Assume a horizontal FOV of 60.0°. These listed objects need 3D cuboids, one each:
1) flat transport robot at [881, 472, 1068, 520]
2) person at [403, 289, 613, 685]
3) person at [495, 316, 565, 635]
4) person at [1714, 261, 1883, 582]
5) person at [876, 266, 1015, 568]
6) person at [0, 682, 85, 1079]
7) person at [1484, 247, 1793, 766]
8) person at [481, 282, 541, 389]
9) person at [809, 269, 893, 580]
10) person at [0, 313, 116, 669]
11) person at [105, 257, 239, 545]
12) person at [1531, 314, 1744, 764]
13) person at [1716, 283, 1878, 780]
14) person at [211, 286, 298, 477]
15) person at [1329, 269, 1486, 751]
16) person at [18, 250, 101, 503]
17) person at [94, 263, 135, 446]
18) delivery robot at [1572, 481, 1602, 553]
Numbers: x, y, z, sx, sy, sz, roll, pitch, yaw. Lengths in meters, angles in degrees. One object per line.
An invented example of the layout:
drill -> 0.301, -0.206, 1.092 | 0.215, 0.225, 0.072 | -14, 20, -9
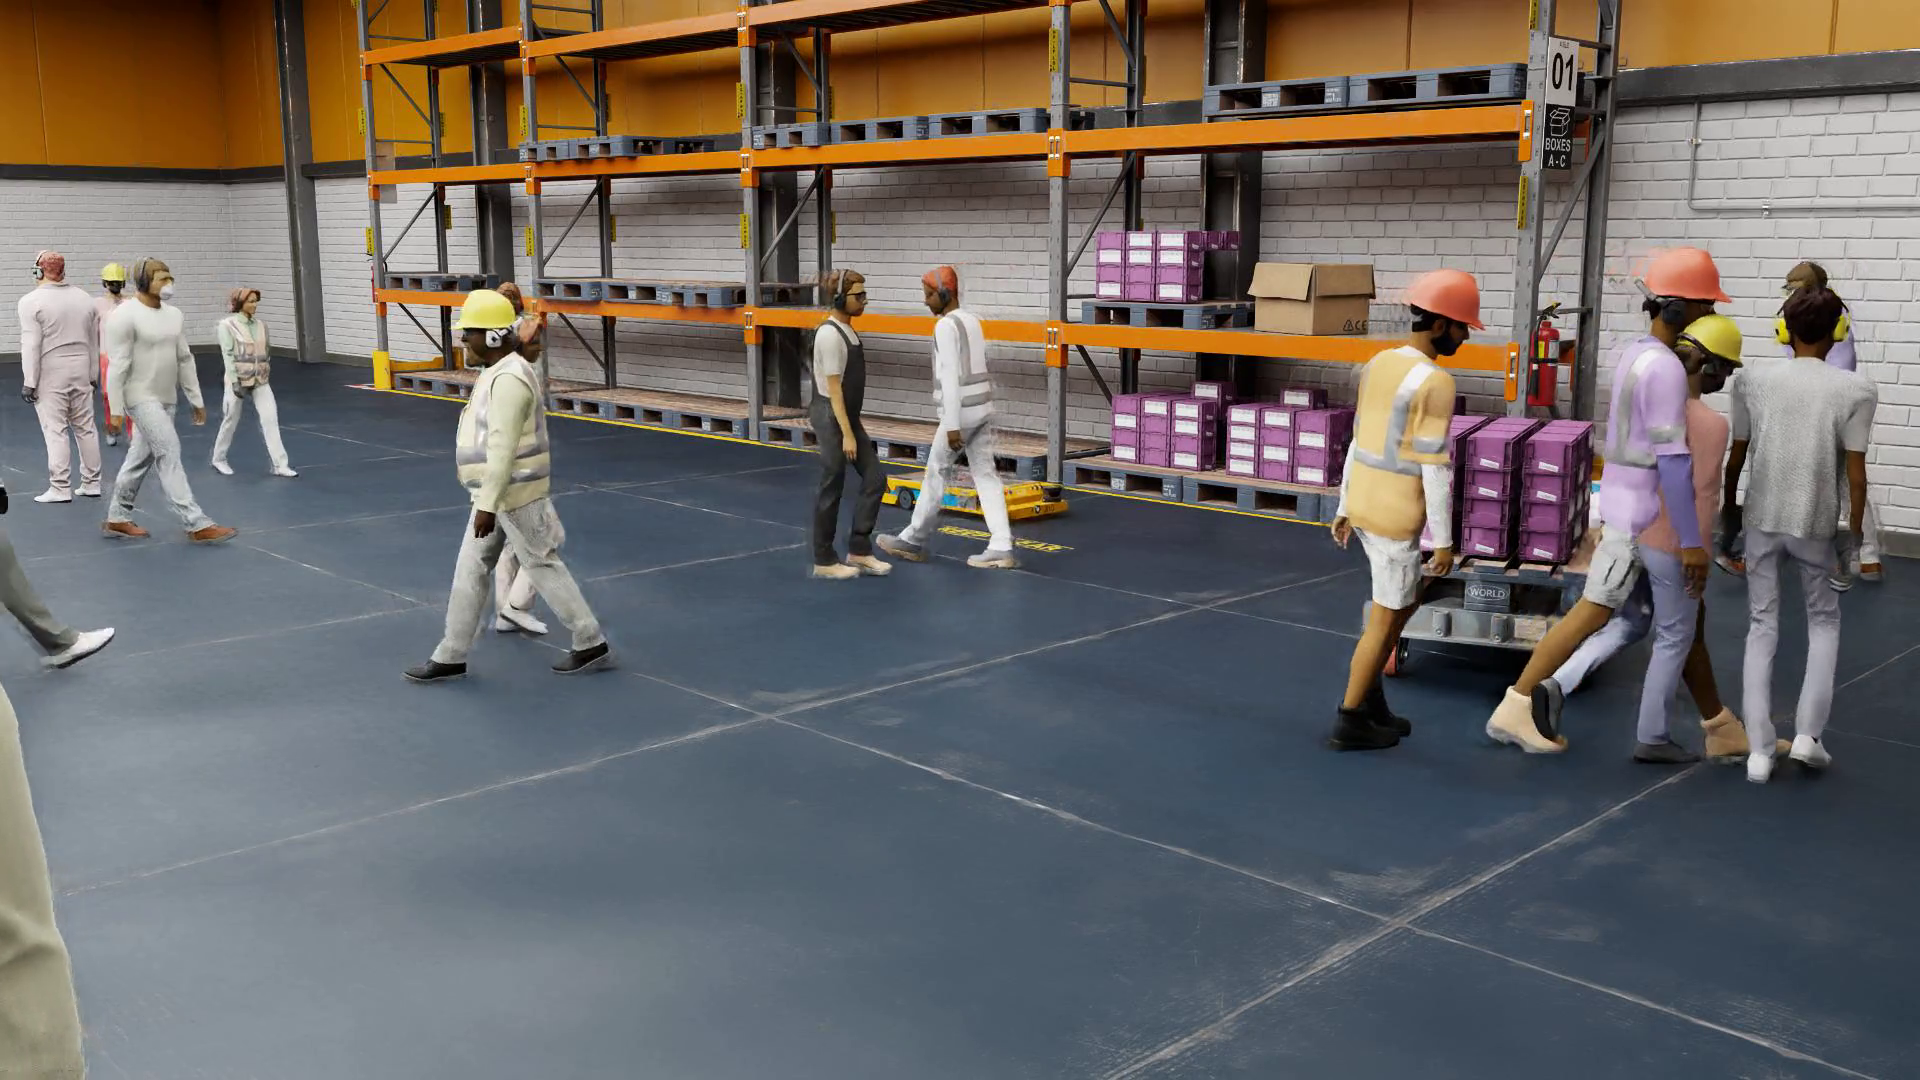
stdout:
flat transport robot -> 0.045, -0.350, 12.281 | 1.431, 0.197, 0.652 | 10, 14, 44
person -> -2.035, -0.230, 7.510 | 0.926, 1.789, 0.600 | -5, 11, -24
person -> -2.206, -0.315, 8.390 | 0.389, 1.623, 0.525 | -4, 11, -20
person -> 4.918, -0.662, 9.617 | 1.037, 1.867, 0.708 | 2, 11, 9
person -> -0.067, -0.742, 10.150 | 0.959, 1.828, 0.586 | 5, 11, 24
person -> -1.308, 0.697, 2.060 | 0.802, 1.943, 0.573 | 6, 12, 32
person -> 2.596, -0.108, 6.313 | 1.122, 1.986, 0.609 | 4, 11, 21
person -> -3.798, -1.360, 14.068 | 0.498, 1.633, 0.278 | -6, 12, -28
person -> -0.614, -0.651, 9.677 | 0.629, 1.822, 0.523 | 2, 11, 13
person -> -4.491, -0.282, 7.561 | 1.018, 1.861, 0.605 | -5, 12, -26
person -> -5.271, -0.902, 10.916 | 1.037, 1.880, 0.651 | 1, 10, 8
person -> 2.569, 0.022, 6.252 | 0.638, 1.731, 0.570 | -3, 11, -13
person -> 3.109, -0.028, 6.236 | 0.515, 1.846, 0.554 | 7, 12, 32
person -> -6.003, -1.328, 13.974 | 0.843, 1.601, 0.508 | 6, 12, 30
person -> 1.707, -0.087, 6.412 | 0.546, 1.892, 0.622 | -2, 11, -11
person -> -6.862, -1.238, 12.662 | 0.409, 1.907, 0.648 | 4, 11, 21
person -> -8.036, -1.761, 15.932 | 0.524, 1.754, 0.400 | -6, 12, -31
delivery robot -> 3.802, -0.109, 9.936 | 0.707, 0.478, 0.477 | -7, 13, -35
